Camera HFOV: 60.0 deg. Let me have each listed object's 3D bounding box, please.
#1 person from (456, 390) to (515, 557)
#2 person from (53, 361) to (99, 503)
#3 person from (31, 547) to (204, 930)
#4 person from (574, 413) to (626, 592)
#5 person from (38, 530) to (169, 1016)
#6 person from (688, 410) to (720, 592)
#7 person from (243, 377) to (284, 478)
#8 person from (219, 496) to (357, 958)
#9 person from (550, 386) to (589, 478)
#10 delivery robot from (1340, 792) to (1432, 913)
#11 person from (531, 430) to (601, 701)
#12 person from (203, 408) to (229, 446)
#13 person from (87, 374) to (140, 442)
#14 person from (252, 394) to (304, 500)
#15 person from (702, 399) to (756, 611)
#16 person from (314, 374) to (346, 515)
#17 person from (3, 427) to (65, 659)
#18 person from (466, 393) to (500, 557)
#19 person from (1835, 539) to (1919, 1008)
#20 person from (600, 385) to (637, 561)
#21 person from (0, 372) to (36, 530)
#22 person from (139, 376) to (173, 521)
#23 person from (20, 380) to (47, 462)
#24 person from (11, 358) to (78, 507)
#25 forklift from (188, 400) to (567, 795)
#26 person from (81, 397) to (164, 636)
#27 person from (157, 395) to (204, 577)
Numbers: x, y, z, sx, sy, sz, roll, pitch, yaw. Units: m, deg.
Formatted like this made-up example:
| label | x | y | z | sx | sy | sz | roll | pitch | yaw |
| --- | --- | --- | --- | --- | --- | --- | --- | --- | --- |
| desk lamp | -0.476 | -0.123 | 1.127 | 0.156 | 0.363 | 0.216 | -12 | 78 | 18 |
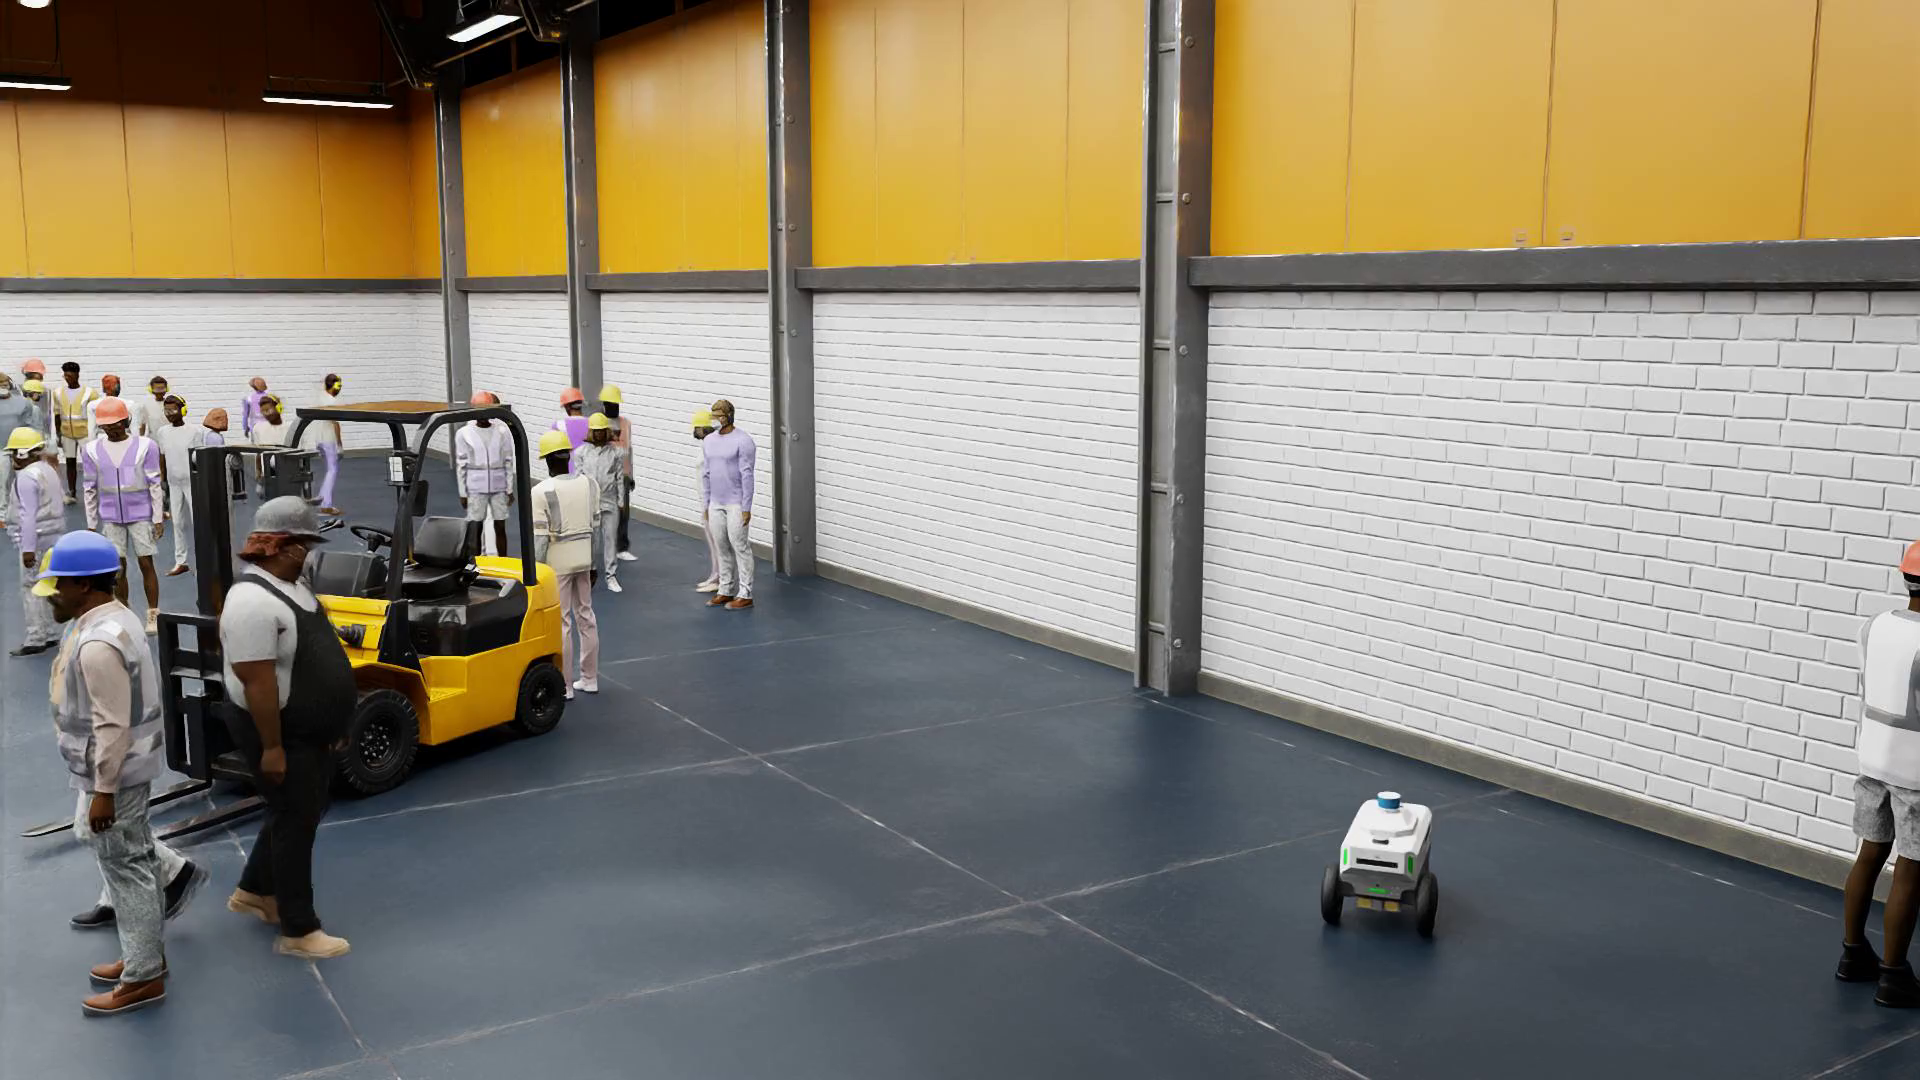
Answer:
| label | x | y | z | sx | sy | sz | roll | pitch | yaw |
| --- | --- | --- | --- | --- | --- | --- | --- | --- | --- |
| person | -4.669 | -0.510 | 16.420 | 0.548 | 1.934 | 0.384 | -4 | 9 | -25 |
| person | -12.021 | -1.455 | 22.657 | 0.609 | 1.965 | 0.369 | -1 | 8 | -4 |
| person | -3.778 | 0.890 | 7.406 | 0.549 | 1.803 | 0.657 | -6 | 10 | -33 |
| person | -3.452 | -0.352 | 15.970 | 0.483 | 1.745 | 0.306 | -3 | 9 | -21 |
| person | -3.423 | 0.923 | 6.696 | 0.404 | 1.945 | 0.614 | -3 | 9 | -20 |
| person | -2.442 | -0.375 | 16.063 | 0.331 | 1.765 | 0.532 | -1 | 9 | -10 |
| person | -10.552 | -1.665 | 25.263 | 0.567 | 1.620 | 0.505 | -1 | 9 | -9 |
| person | -2.975 | 0.788 | 7.294 | 0.635 | 2.000 | 0.738 | -1 | 8 | -6 |
| person | -4.000 | -0.654 | 17.459 | 0.556 | 1.908 | 0.670 | -4 | 9 | -27 |
| delivery robot | 1.984 | 1.414 | 7.720 | 0.477 | 0.478 | 0.707 | 4 | 10 | 21 |
| person | -2.810 | 0.182 | 11.794 | 0.381 | 1.917 | 0.585 | 6 | 11 | 37 |
| person | -8.125 | -0.630 | 18.244 | 0.274 | 1.627 | 0.503 | -5 | 10 | -33 |
| person | -10.444 | -1.105 | 20.569 | 0.575 | 1.885 | 0.361 | -2 | 9 | -11 |
| person | -7.044 | -0.587 | 17.257 | 0.554 | 1.826 | 0.791 | -2 | 9 | -15 |
| person | -2.107 | -0.323 | 15.171 | 0.623 | 1.932 | 0.367 | 6 | 10 | 36 |
| person | -8.232 | -1.247 | 21.698 | 0.644 | 1.831 | 0.521 | 7 | 11 | 41 |
| person | -7.355 | 0.013 | 13.248 | 0.407 | 1.822 | 0.618 | -2 | 9 | -12 |
| person | -4.974 | -0.635 | 17.590 | 0.429 | 1.837 | 0.628 | -8 | 11 | -42 |
| person | 3.863 | 0.929 | 6.742 | 0.383 | 1.930 | 0.539 | -2 | 9 | -12 |
| person | -3.793 | -0.730 | 17.973 | 0.673 | 1.906 | 0.593 | 7 | 11 | 40 |
| person | -11.609 | -1.080 | 20.280 | 0.641 | 1.927 | 0.386 | -7 | 11 | -41 |
| person | -10.094 | -1.158 | 21.089 | 0.486 | 1.842 | 0.515 | -8 | 11 | -42 |
| person | -12.065 | -1.208 | 21.691 | 0.522 | 1.761 | 0.327 | 6 | 10 | 35 |
| person | -12.276 | -1.412 | 22.231 | 0.967 | 2.003 | 0.621 | 4 | 9 | 24 |
| forklift | -3.529 | 0.258 | 10.348 | 1.214 | 2.155 | 2.313 | 4 | 9 | 25 |
| person | -7.011 | -0.189 | 13.944 | 0.607 | 2.029 | 0.405 | -2 | 9 | -13 |
| person | -7.909 | -0.551 | 16.938 | 0.510 | 1.861 | 0.324 | 1 | 8 | 4 |
